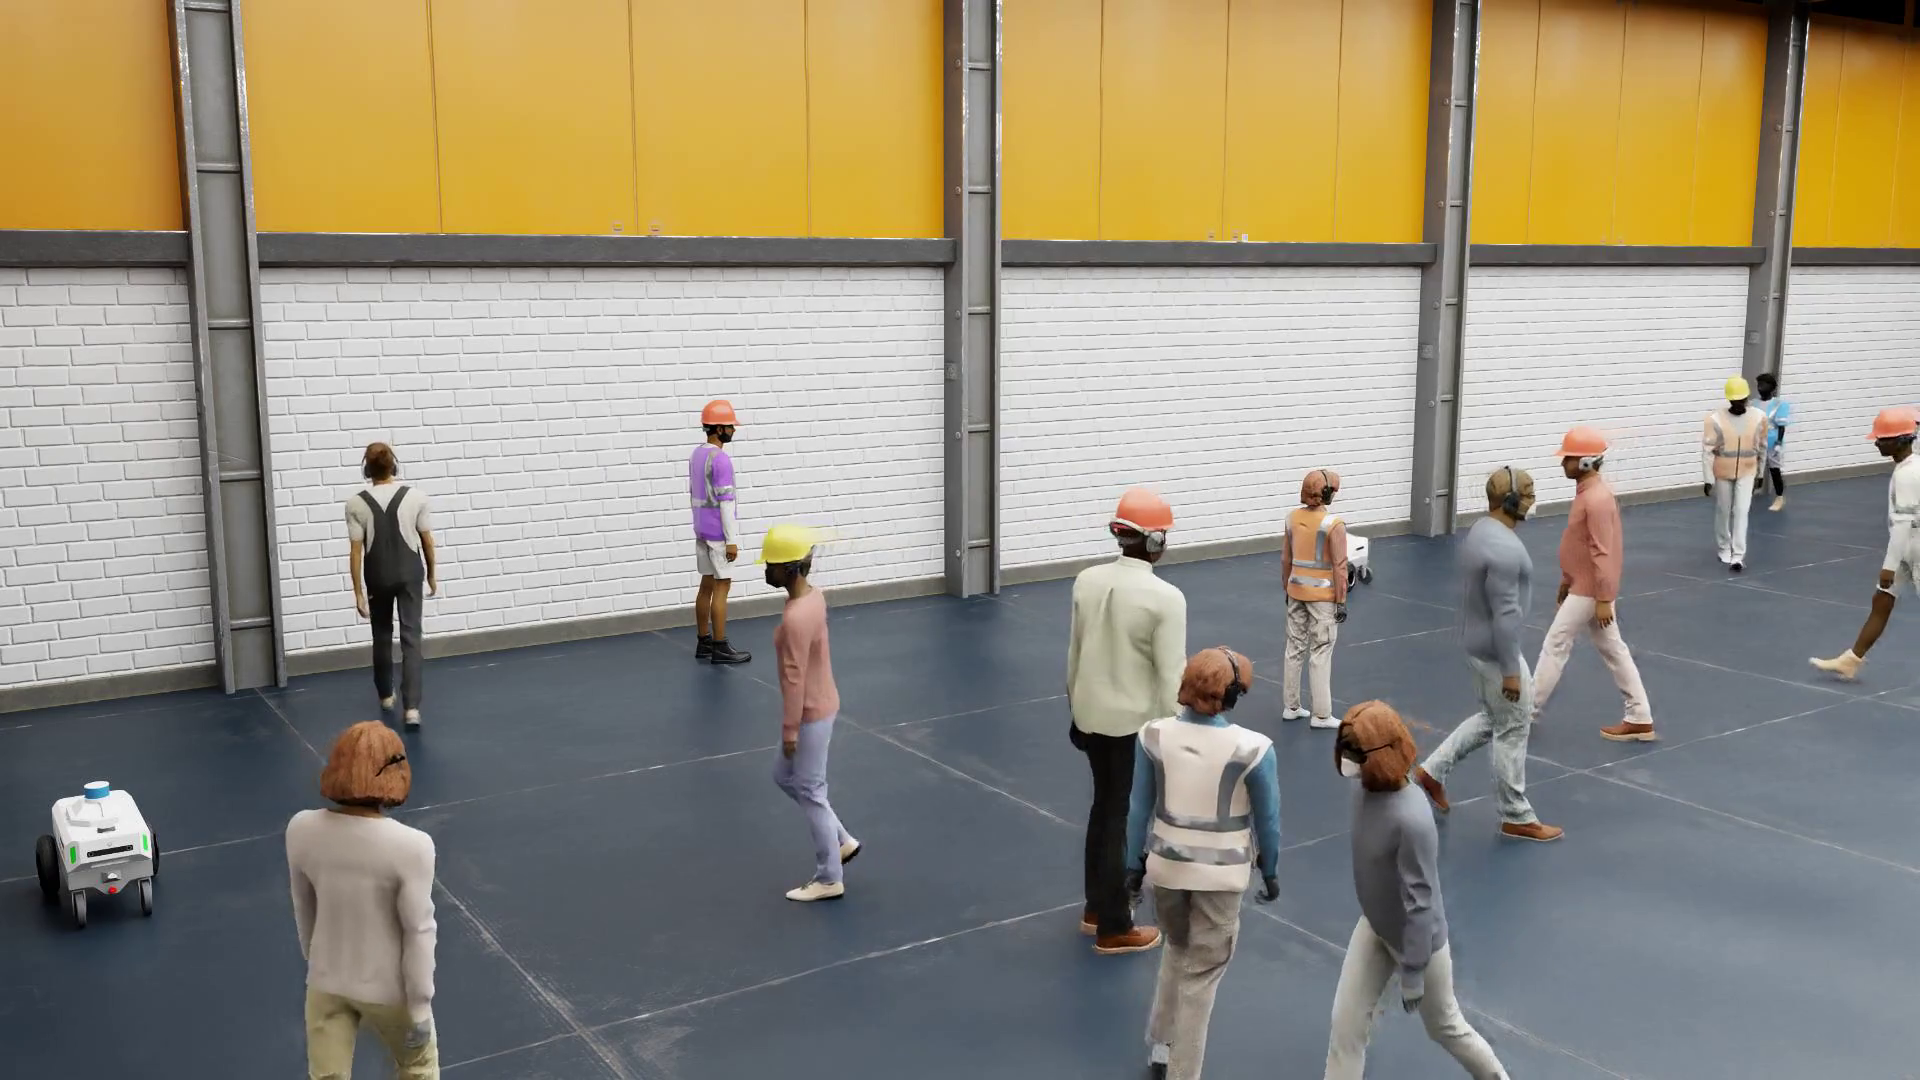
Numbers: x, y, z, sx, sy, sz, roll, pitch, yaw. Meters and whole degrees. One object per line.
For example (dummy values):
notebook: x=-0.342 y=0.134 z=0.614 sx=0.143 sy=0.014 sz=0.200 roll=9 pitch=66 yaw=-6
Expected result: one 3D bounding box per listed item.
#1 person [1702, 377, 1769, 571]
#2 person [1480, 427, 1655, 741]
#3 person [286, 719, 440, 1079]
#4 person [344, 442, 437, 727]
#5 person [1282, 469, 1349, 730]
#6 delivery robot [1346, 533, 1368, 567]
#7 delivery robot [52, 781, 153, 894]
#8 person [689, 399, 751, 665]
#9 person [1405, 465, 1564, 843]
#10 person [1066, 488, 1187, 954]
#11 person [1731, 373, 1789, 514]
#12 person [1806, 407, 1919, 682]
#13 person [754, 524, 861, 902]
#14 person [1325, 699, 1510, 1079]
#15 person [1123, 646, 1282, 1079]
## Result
person: x=7.402 y=-0.636 z=15.903 sx=0.597 sy=1.844 sz=0.996 roll=3 pitch=10 yaw=17
person: x=3.806 y=0.279 z=10.176 sx=1.020 sy=1.937 sz=0.647 roll=4 pitch=10 yaw=20
person: x=-1.765 y=1.320 z=4.875 sx=0.504 sy=1.598 sz=0.818 roll=2 pitch=10 yaw=11
person: x=-3.617 y=0.271 z=10.611 sx=0.525 sy=1.808 sz=0.929 roll=-3 pitch=10 yaw=-15
person: x=2.235 y=0.370 z=10.484 sx=0.308 sy=1.639 sz=0.523 roll=-6 pitch=11 yaw=-33
delivery robot: x=3.416 y=0.104 z=15.062 sx=0.477 sy=0.478 sz=0.707 roll=7 pitch=12 yaw=36
delivery robot: x=-3.917 y=1.346 z=7.583 sx=0.477 sy=0.478 sz=0.707 roll=-6 pitch=11 yaw=-33
person: x=-1.761 y=-0.062 z=12.191 sx=0.367 sy=1.935 sz=0.552 roll=-6 pitch=11 yaw=-33
person: x=2.700 y=0.573 z=8.404 sx=0.719 sy=1.923 sz=0.648 roll=2 pitch=10 yaw=10
person: x=0.719 y=0.770 z=7.124 sx=0.545 sy=1.967 sz=0.632 roll=-8 pitch=12 yaw=-40
person: x=9.424 y=-1.123 z=19.450 sx=0.867 sy=1.655 sz=0.539 roll=-7 pitch=11 yaw=-35
person: x=6.505 y=0.079 z=11.329 sx=1.138 sy=1.951 sz=0.612 roll=5 pitch=11 yaw=26
person: x=-0.711 y=0.790 z=7.592 sx=0.427 sy=1.748 sz=0.568 roll=0 pitch=9 yaw=2
person: x=1.468 y=1.263 z=5.333 sx=0.900 sy=1.571 sz=0.507 roll=-3 pitch=10 yaw=-17
person: x=0.845 y=1.162 z=5.789 sx=0.521 sy=1.614 sz=0.582 roll=6 pitch=11 yaw=31
